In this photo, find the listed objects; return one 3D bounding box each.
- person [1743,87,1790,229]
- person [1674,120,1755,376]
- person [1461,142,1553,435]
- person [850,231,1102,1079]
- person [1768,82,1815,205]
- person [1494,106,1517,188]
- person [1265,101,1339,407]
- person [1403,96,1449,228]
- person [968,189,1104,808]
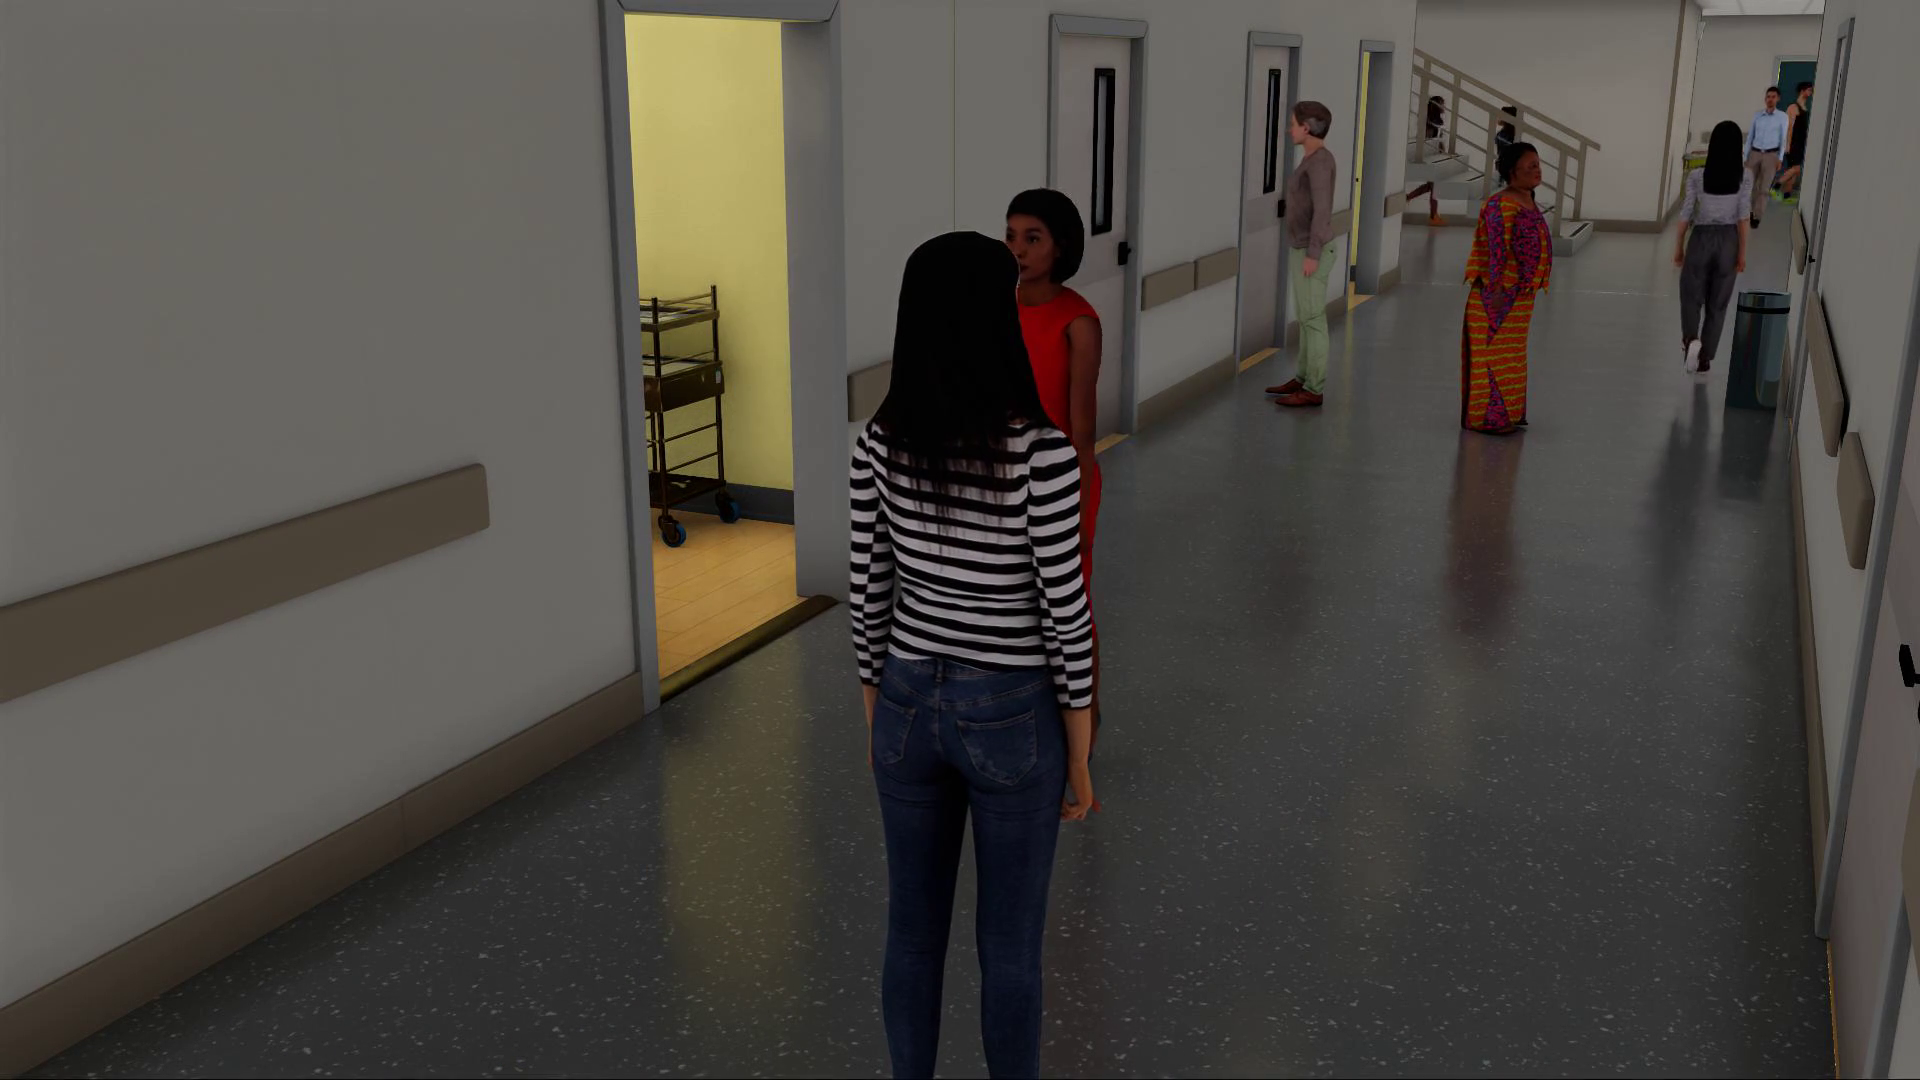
[{"bbox_3d":[10.747,-5.091,22.212,0.783,1.830,0.779,10,19,32],"label":"person"},{"bbox_3d":[5.048,-1.922,11.182,0.916,1.714,0.651,7,17,24],"label":"person"},{"bbox_3d":[3.197,-1.480,9.668,0.701,1.686,0.687,11,19,34],"label":"person"},{"bbox_3d":[0.011,0.363,2.927,0.407,1.796,0.642,7,17,24],"label":"person"},{"bbox_3d":[13.072,-6.238,26.191,0.838,1.878,0.800,14,21,40],"label":"person"},{"bbox_3d":[7.220,-4.893,21.920,0.812,1.606,0.667,5,17,18],"label":"person"},{"bbox_3d":[2.205,-1.792,10.437,0.740,1.868,0.761,1,16,4],"label":"person"},{"bbox_3d":[6.293,-5.098,22.460,0.978,1.708,0.602,8,18,27],"label":"person"},{"bbox_3d":[0.272,-0.096,4.721,0.996,1.707,0.780,11,19,34],"label":"person"}]
